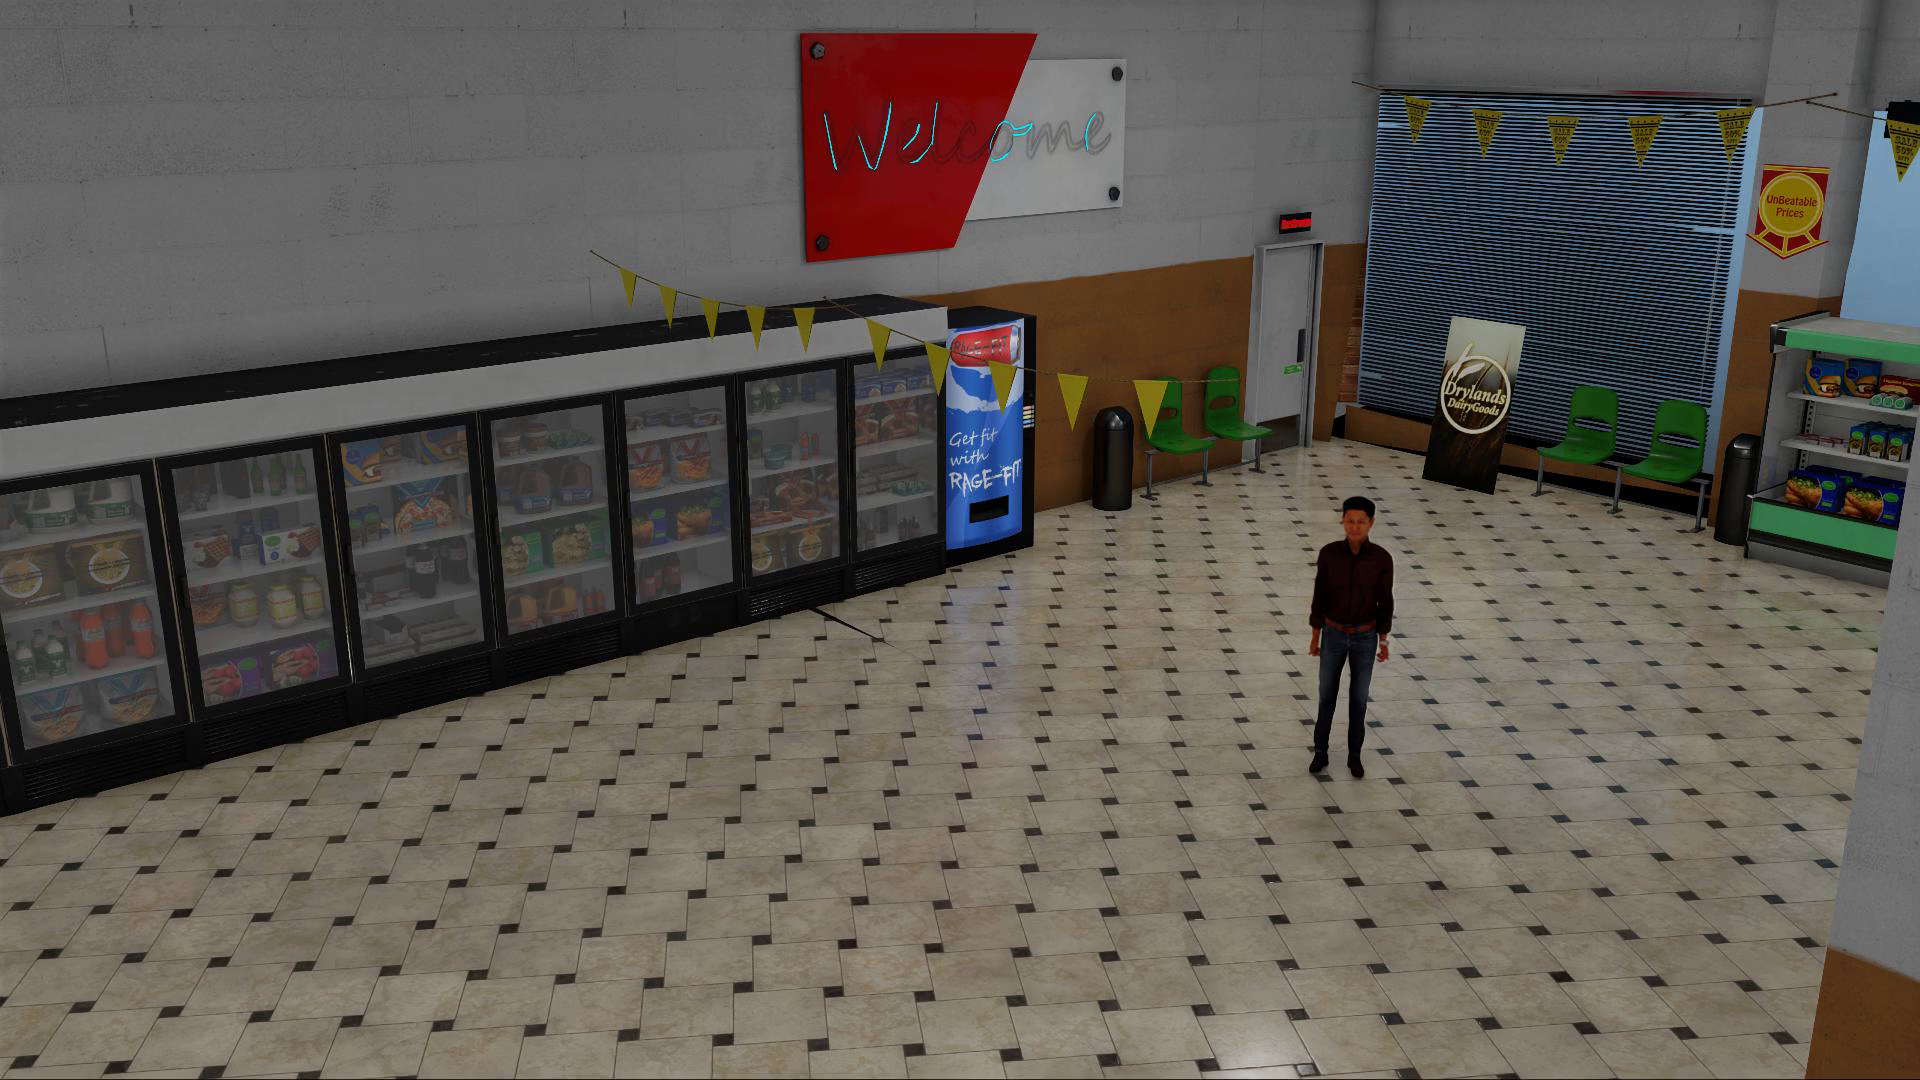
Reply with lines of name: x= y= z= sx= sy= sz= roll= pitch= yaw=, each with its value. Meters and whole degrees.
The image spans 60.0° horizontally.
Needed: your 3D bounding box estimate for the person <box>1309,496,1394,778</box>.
person: x=2.388 y=0.585 z=10.219 sx=0.673 sy=1.782 sz=0.777 roll=4 pitch=17 yaw=14
